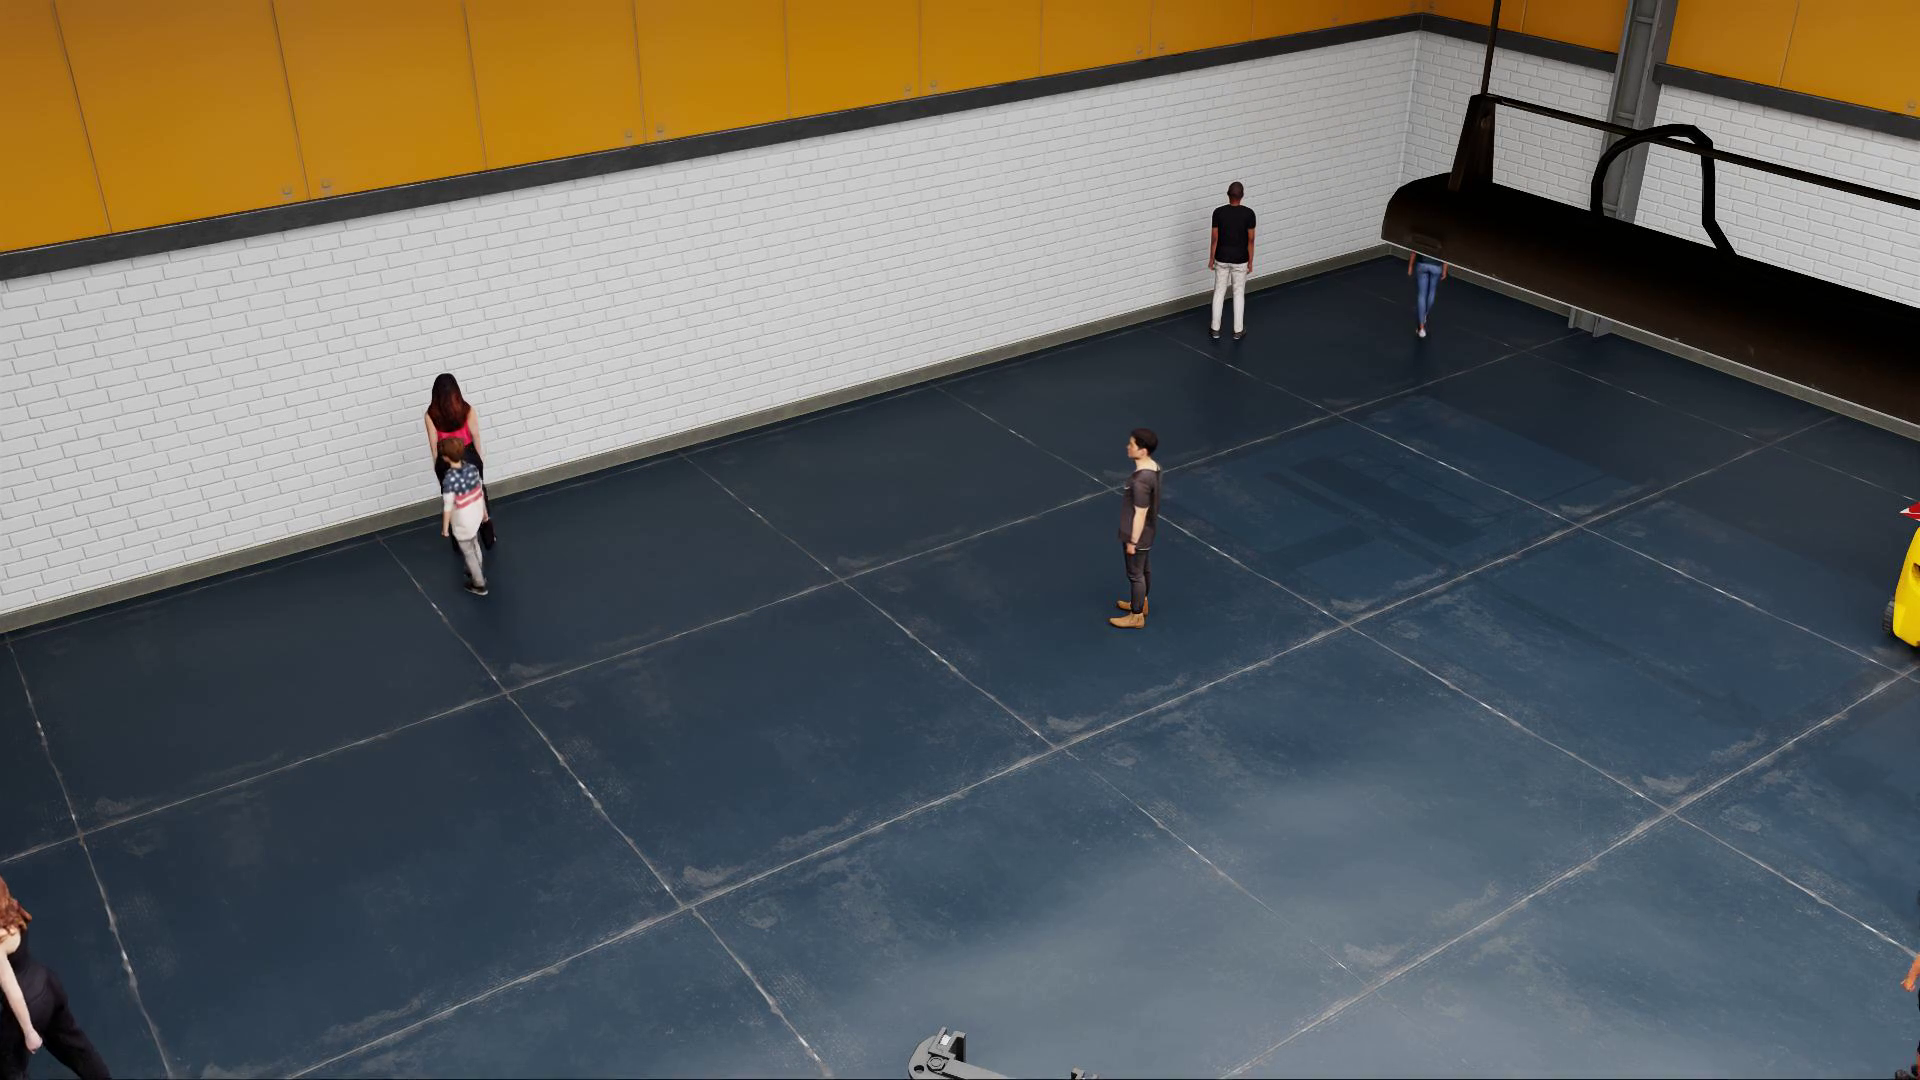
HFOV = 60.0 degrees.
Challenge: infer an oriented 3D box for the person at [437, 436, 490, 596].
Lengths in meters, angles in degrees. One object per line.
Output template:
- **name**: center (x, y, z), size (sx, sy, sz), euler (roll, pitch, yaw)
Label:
- **person**: center (-4.029, -0.192, 13.706), size (0.701, 1.434, 0.654), euler (15, 32, 25)

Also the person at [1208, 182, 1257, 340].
- **person**: center (3.056, -3.152, 18.745), size (0.751, 1.805, 0.816), euler (6, 29, 10)

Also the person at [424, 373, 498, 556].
- **person**: center (-4.322, -0.666, 14.338), size (0.647, 1.660, 0.621), euler (-8, 30, -14)

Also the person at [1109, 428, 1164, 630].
- **person**: center (1.432, -0.106, 13.250), size (0.743, 1.718, 0.713), euler (9, 30, 16)

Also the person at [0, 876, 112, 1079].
- **person**: center (-4.740, 2.397, 8.661), size (0.836, 1.719, 0.908), euler (-8, 30, -15)
